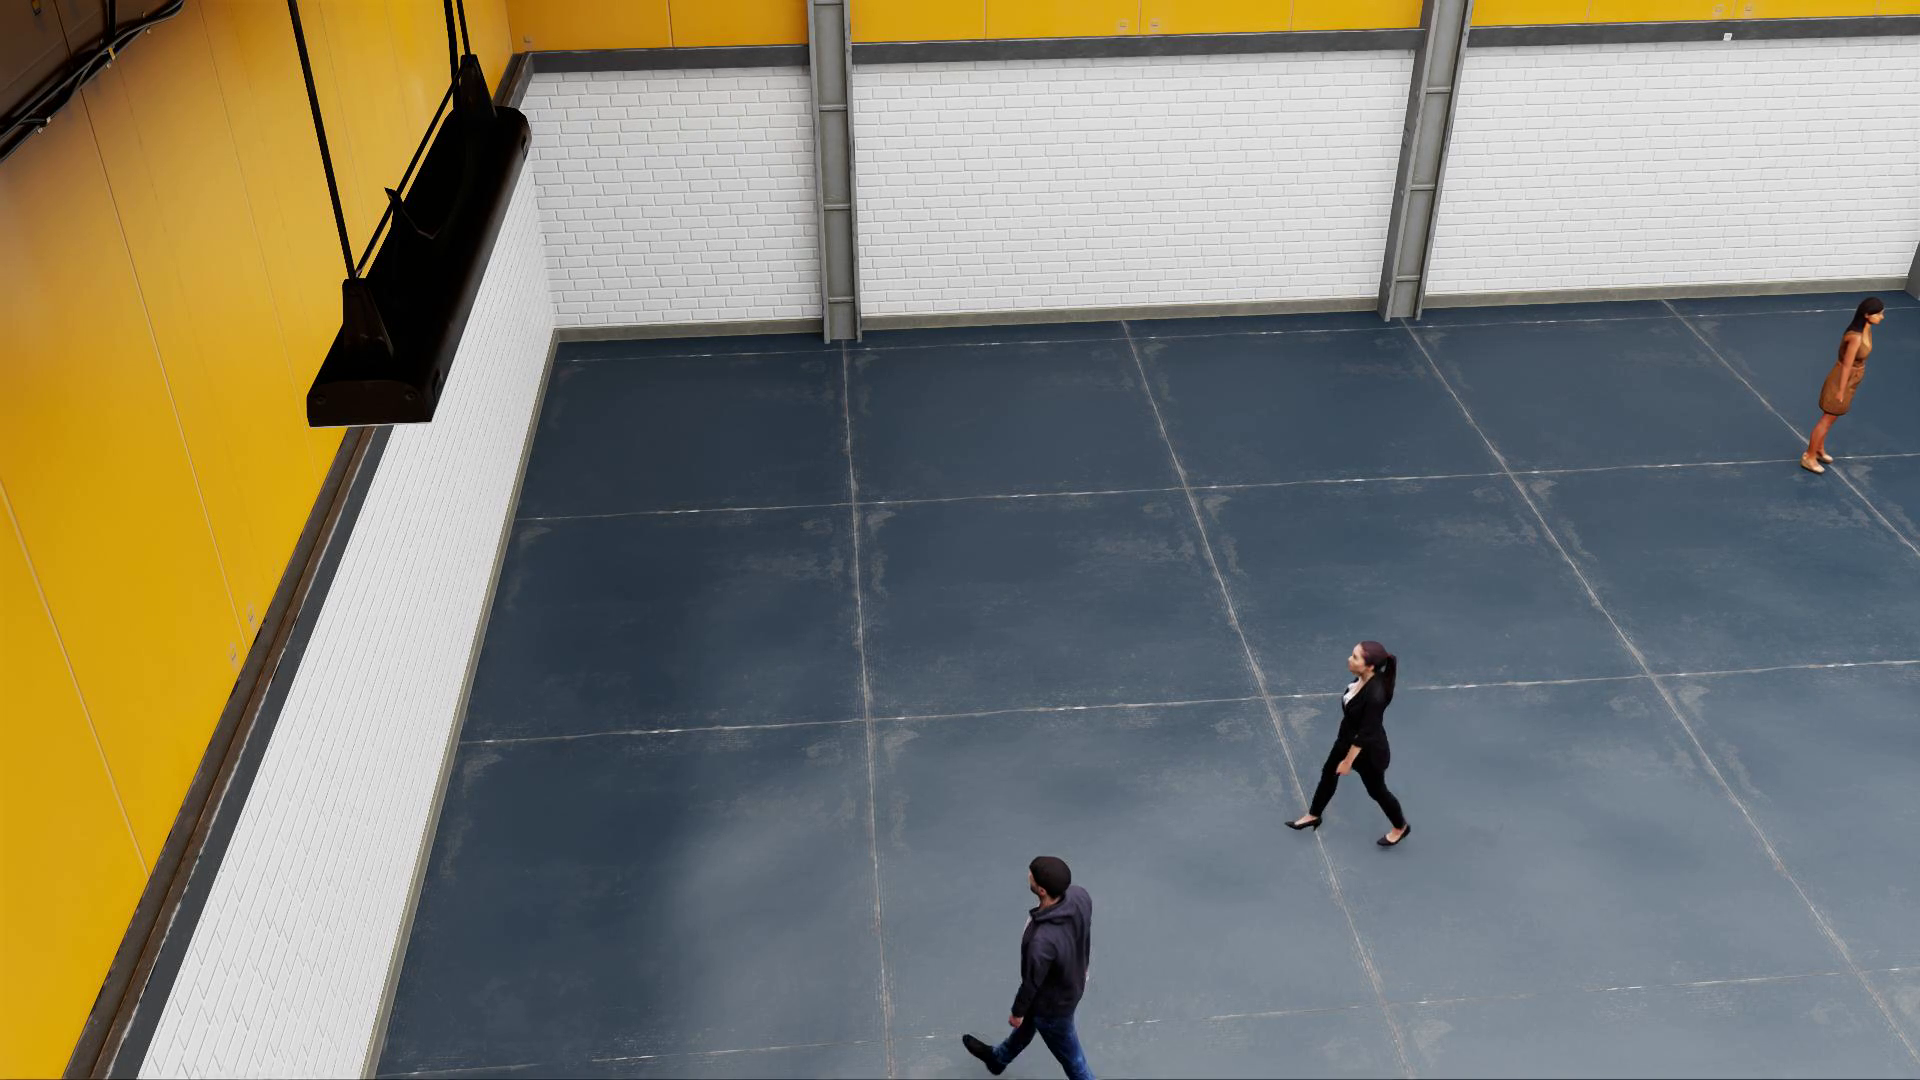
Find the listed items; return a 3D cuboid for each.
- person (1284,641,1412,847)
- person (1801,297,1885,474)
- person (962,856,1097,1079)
[{"bbox_3d":[2.701,1.385,10.792,1.062,1.577,0.682,2,34,2],"label":"person"},{"bbox_3d":[7.899,-1.403,14.887,0.690,1.687,0.633,24,40,31],"label":"person"},{"bbox_3d":[0.581,2.479,8.911,1.262,1.836,1.085,15,37,22],"label":"person"}]
